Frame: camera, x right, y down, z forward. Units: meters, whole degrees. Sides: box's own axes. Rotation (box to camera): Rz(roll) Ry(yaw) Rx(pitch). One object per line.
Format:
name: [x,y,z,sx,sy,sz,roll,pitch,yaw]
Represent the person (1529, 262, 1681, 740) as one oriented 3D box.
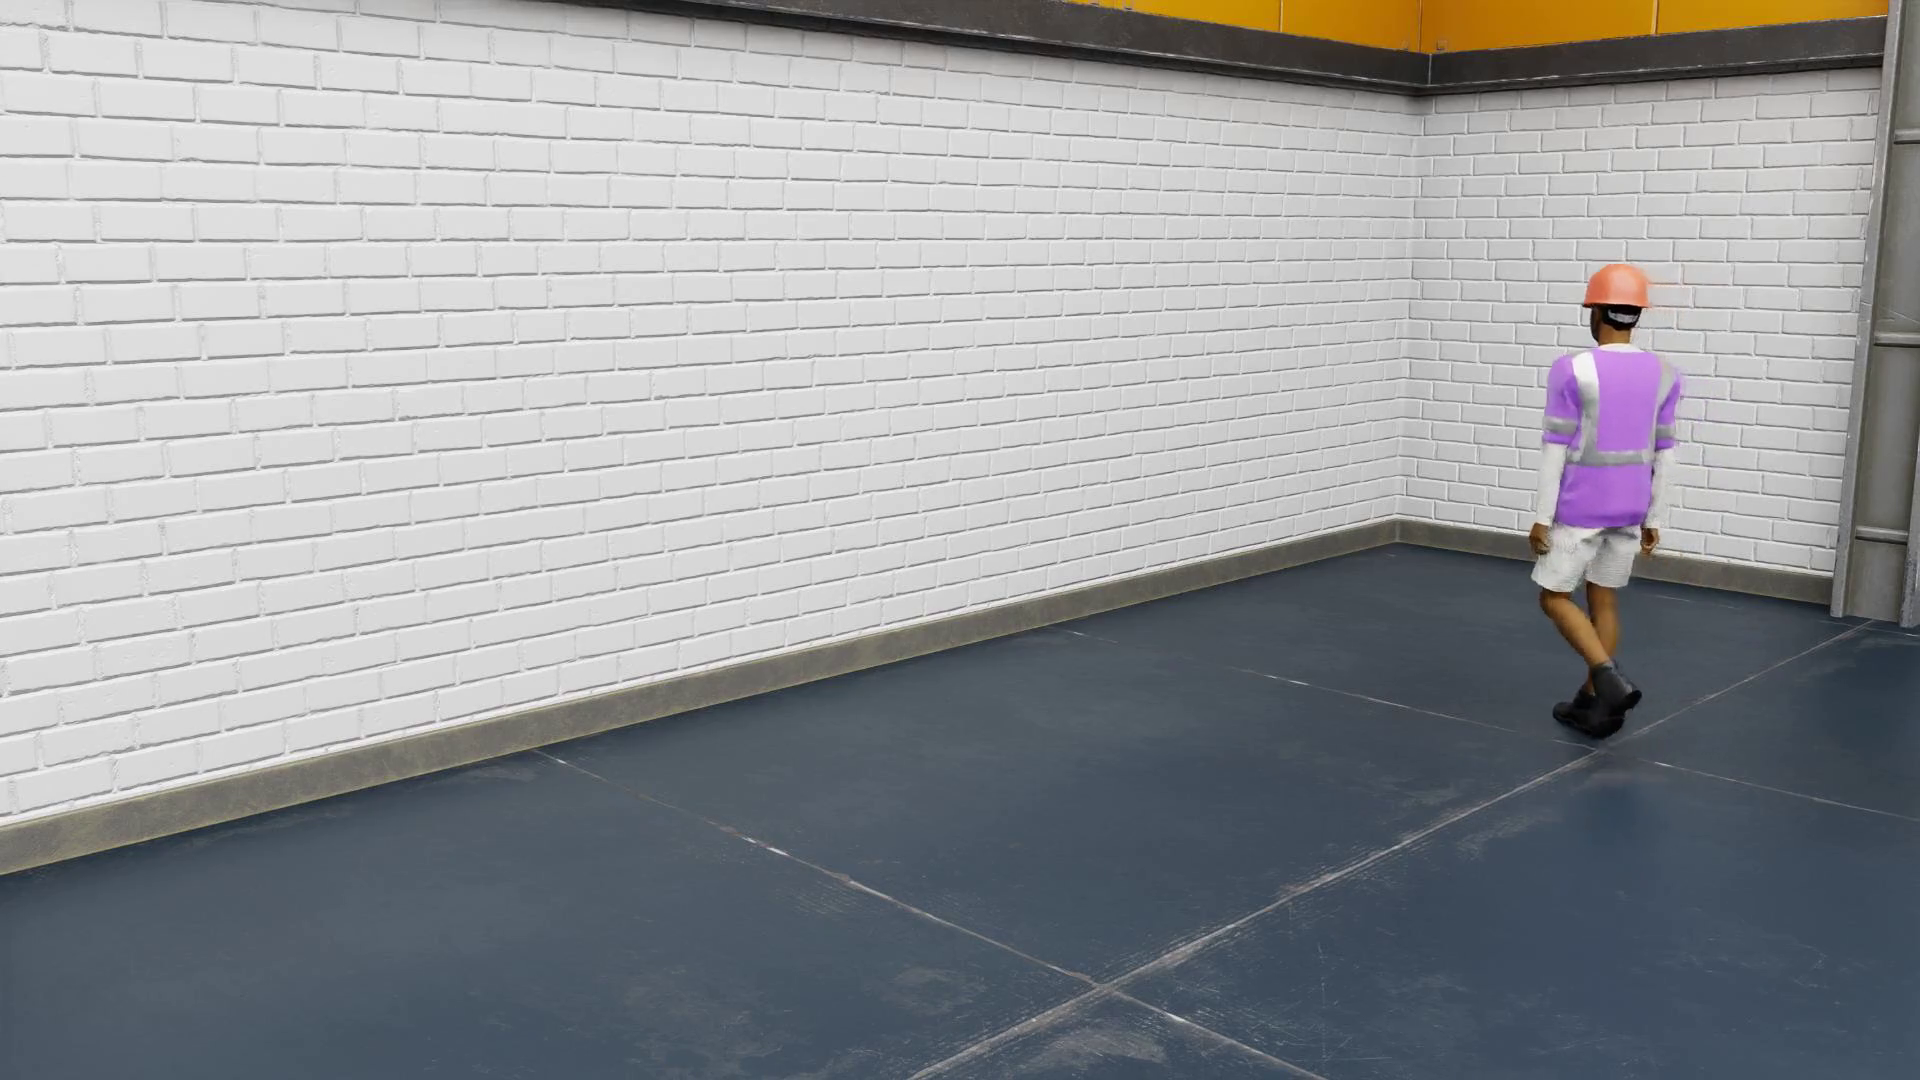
person: [2.556,-0.124,6.554,0.556,1.917,0.604,-2,11,-11]
